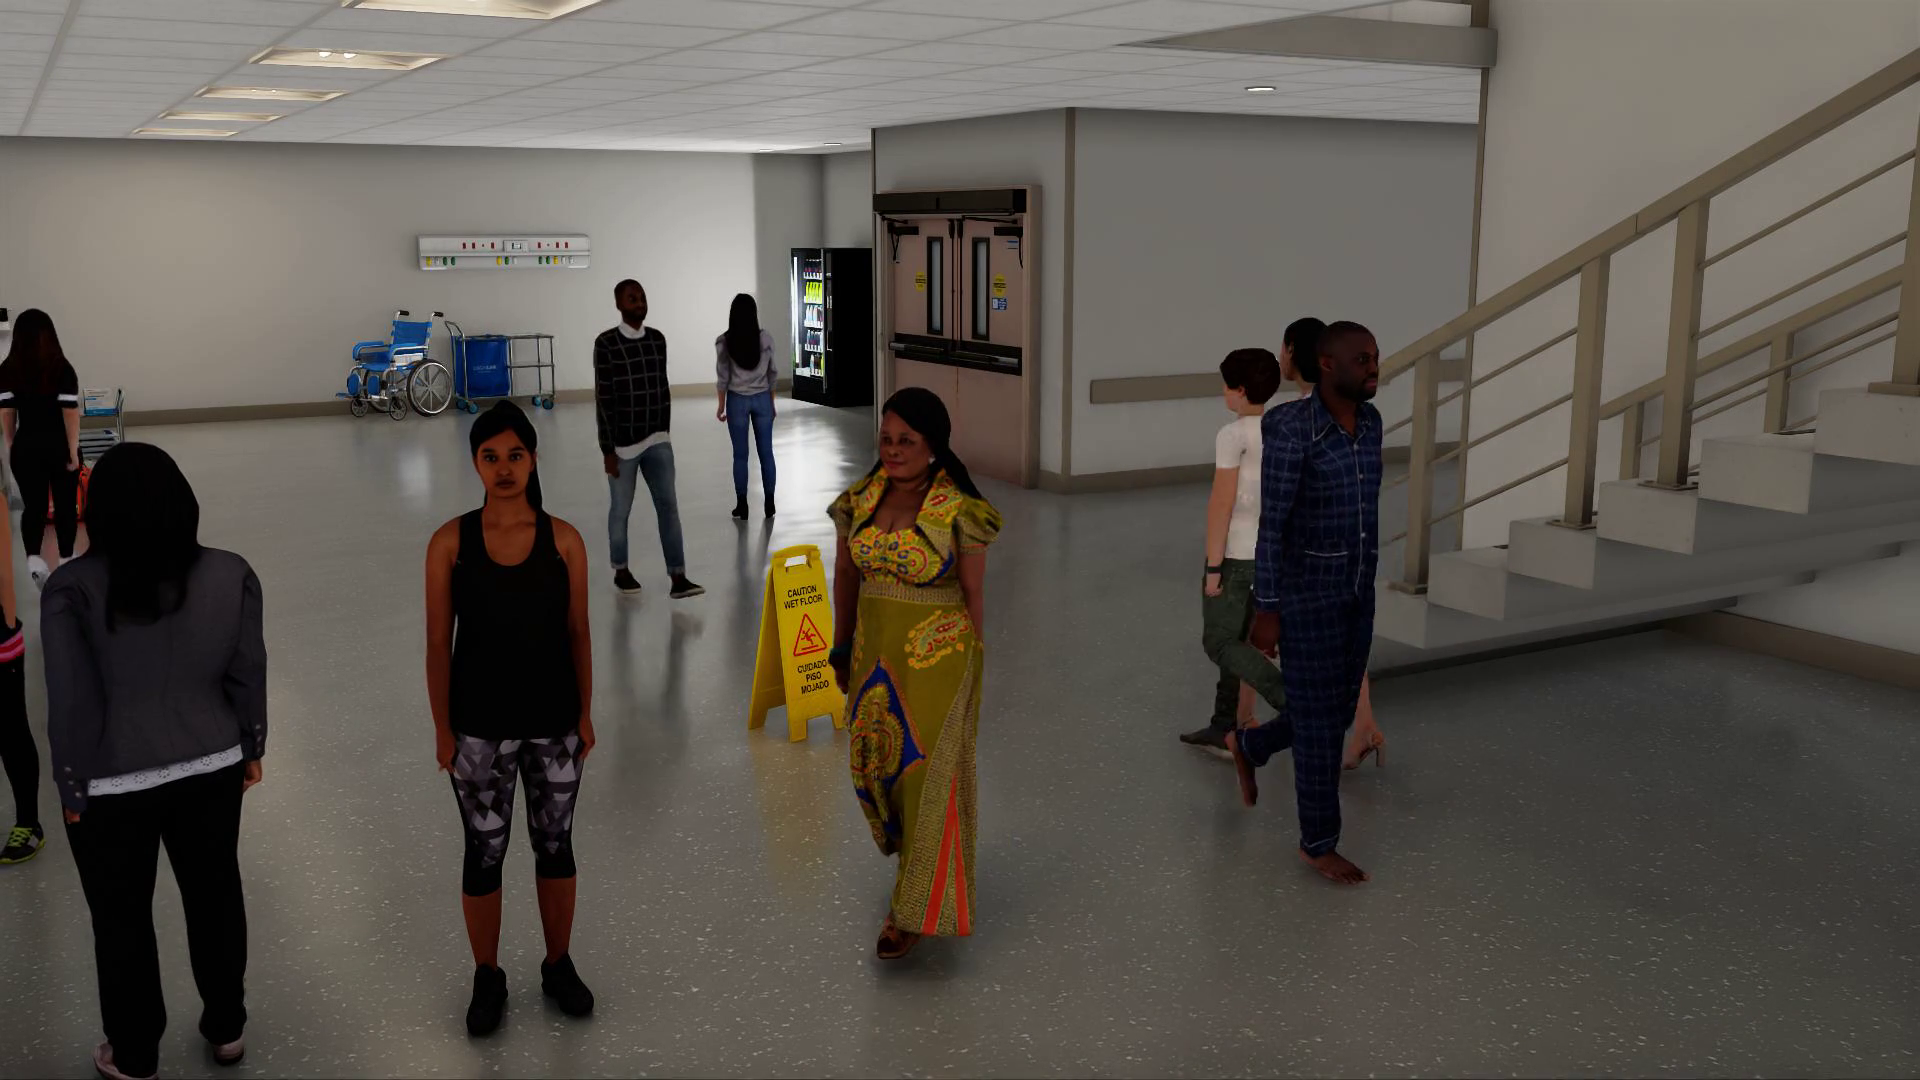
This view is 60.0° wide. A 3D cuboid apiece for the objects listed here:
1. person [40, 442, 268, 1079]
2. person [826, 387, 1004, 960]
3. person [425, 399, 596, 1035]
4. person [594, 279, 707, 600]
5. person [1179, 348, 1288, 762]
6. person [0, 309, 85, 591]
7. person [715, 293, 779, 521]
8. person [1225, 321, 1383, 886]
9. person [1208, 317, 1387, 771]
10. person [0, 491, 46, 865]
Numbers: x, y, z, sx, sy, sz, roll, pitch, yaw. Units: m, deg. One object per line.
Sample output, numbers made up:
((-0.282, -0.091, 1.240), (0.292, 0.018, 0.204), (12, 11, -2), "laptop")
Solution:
((-1.980, 0.554, 4.095), (0.742, 1.598, 0.739), (10, 15, 44), "person")
((-0.113, 0.363, 5.005), (1.159, 1.633, 1.182), (4, 11, 20), "person")
((-1.184, 0.460, 4.423), (0.597, 1.660, 0.536), (-5, 12, -23), "person")
((-1.891, -0.550, 9.416), (0.813, 1.783, 1.120), (-9, 14, -39), "person")
((1.148, 0.098, 6.385), (1.034, 1.639, 0.759), (10, 15, 42), "person")
((-5.302, -0.491, 9.589), (0.831, 1.602, 1.176), (-3, 11, -13), "person")
((-1.523, -0.973, 12.054), (0.642, 1.630, 0.576), (-3, 11, -18), "person")
((1.119, 0.186, 5.491), (0.728, 1.801, 0.964), (-7, 13, -34), "person")
((1.432, 0.046, 6.419), (1.065, 1.729, 0.974), (2, 11, 11), "person")
((-3.307, 0.305, 5.528), (0.612, 1.552, 0.639), (0, 11, -1), "person")
